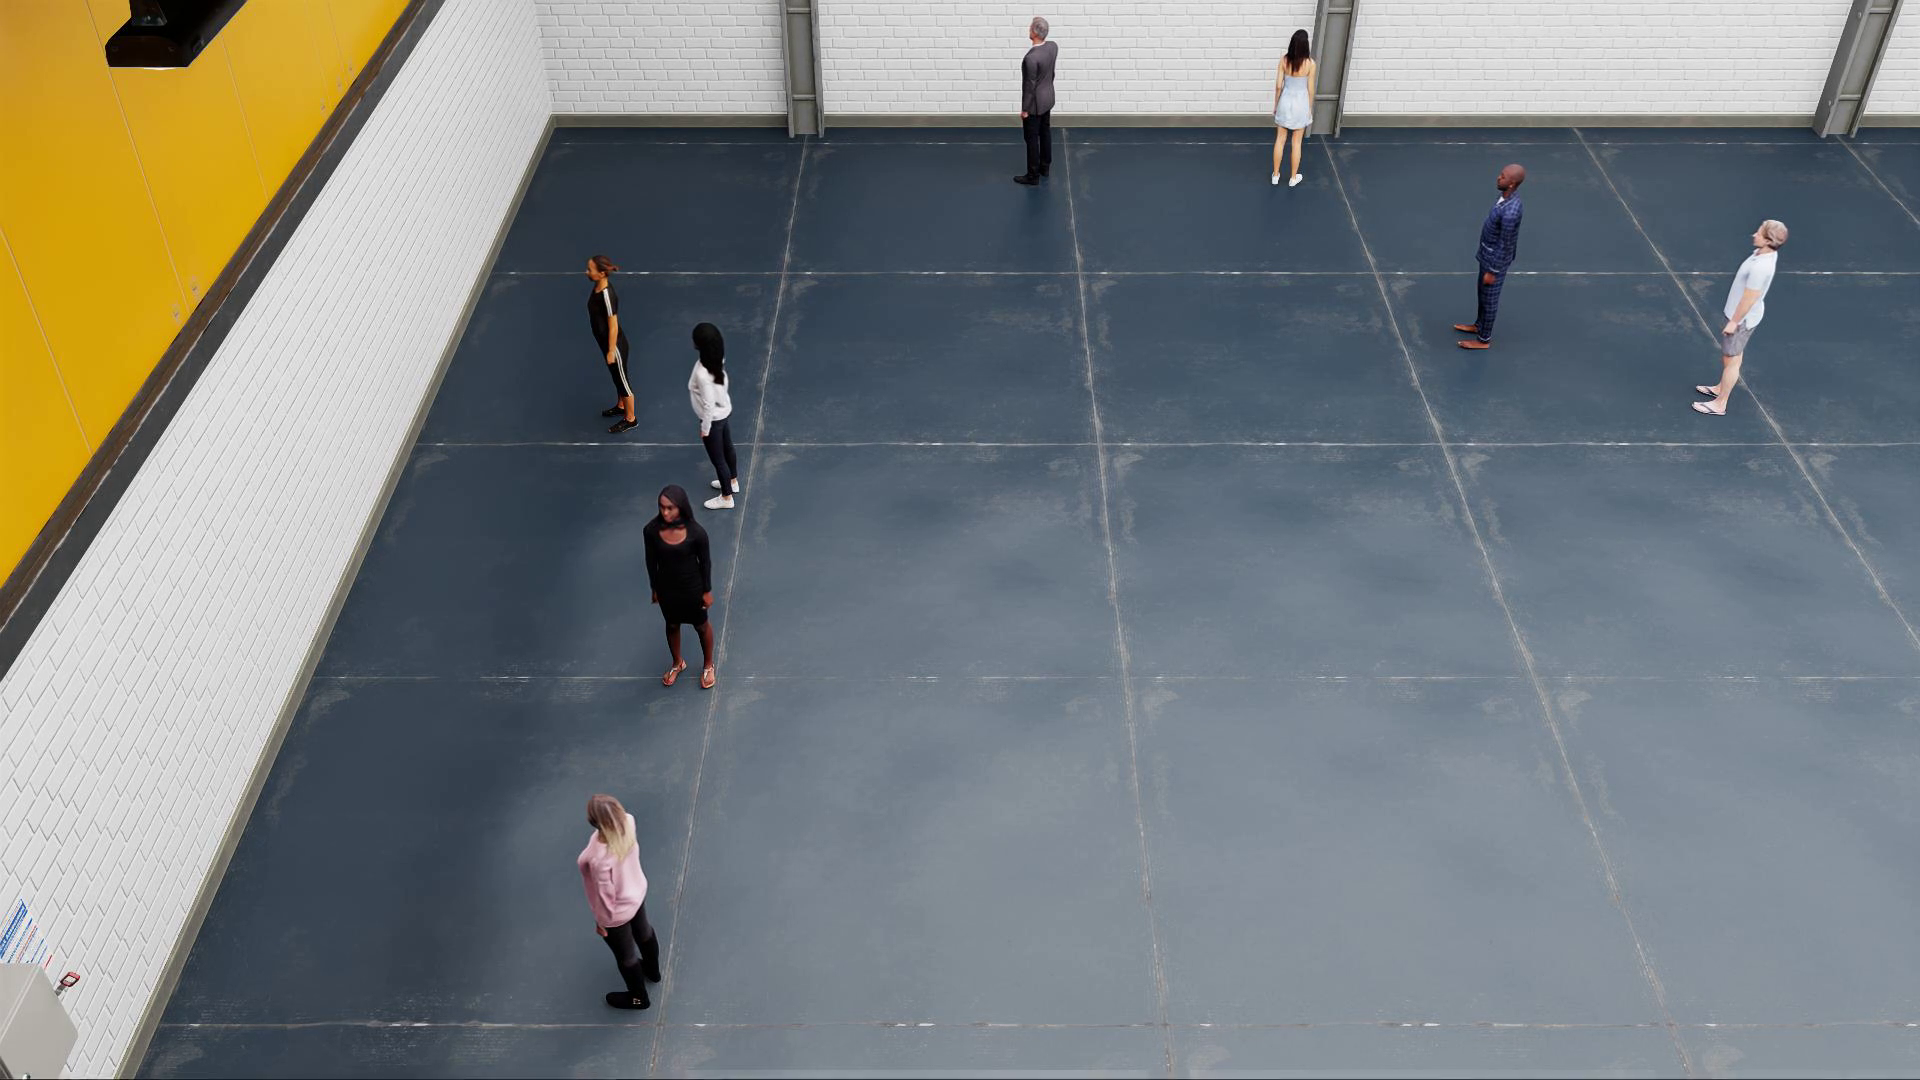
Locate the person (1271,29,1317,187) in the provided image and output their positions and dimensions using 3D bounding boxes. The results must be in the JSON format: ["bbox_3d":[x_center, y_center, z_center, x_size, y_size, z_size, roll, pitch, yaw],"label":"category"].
[{"bbox_3d":[3.579,-4.656,17.911,0.584,1.729,0.717,14,41,17],"label":"person"}]

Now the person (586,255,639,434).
[{"bbox_3d":[-2.987,-1.708,14.267,0.641,1.669,0.651,-14,41,-17],"label":"person"}]

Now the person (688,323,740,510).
[{"bbox_3d":[-1.963,-1.005,13.363,0.583,1.700,0.639,5,39,6],"label":"person"}]

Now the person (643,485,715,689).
[{"bbox_3d":[-1.948,0.333,11.670,0.490,1.720,0.701,5,39,7],"label":"person"}]

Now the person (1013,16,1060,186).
[{"bbox_3d":[0.832,-4.750,17.937,0.813,1.842,0.813,22,43,25],"label":"person"}]

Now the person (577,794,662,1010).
[{"bbox_3d":[-1.938,2.063,9.531,0.632,1.688,0.662,10,40,13],"label":"person"}]

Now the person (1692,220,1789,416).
[{"bbox_3d":[6.807,-1.945,14.434,0.724,1.832,0.732,18,42,21],"label":"person"}]

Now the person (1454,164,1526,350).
[{"bbox_3d":[4.922,-2.617,15.285,0.636,1.819,0.684,5,39,6],"label":"person"}]
